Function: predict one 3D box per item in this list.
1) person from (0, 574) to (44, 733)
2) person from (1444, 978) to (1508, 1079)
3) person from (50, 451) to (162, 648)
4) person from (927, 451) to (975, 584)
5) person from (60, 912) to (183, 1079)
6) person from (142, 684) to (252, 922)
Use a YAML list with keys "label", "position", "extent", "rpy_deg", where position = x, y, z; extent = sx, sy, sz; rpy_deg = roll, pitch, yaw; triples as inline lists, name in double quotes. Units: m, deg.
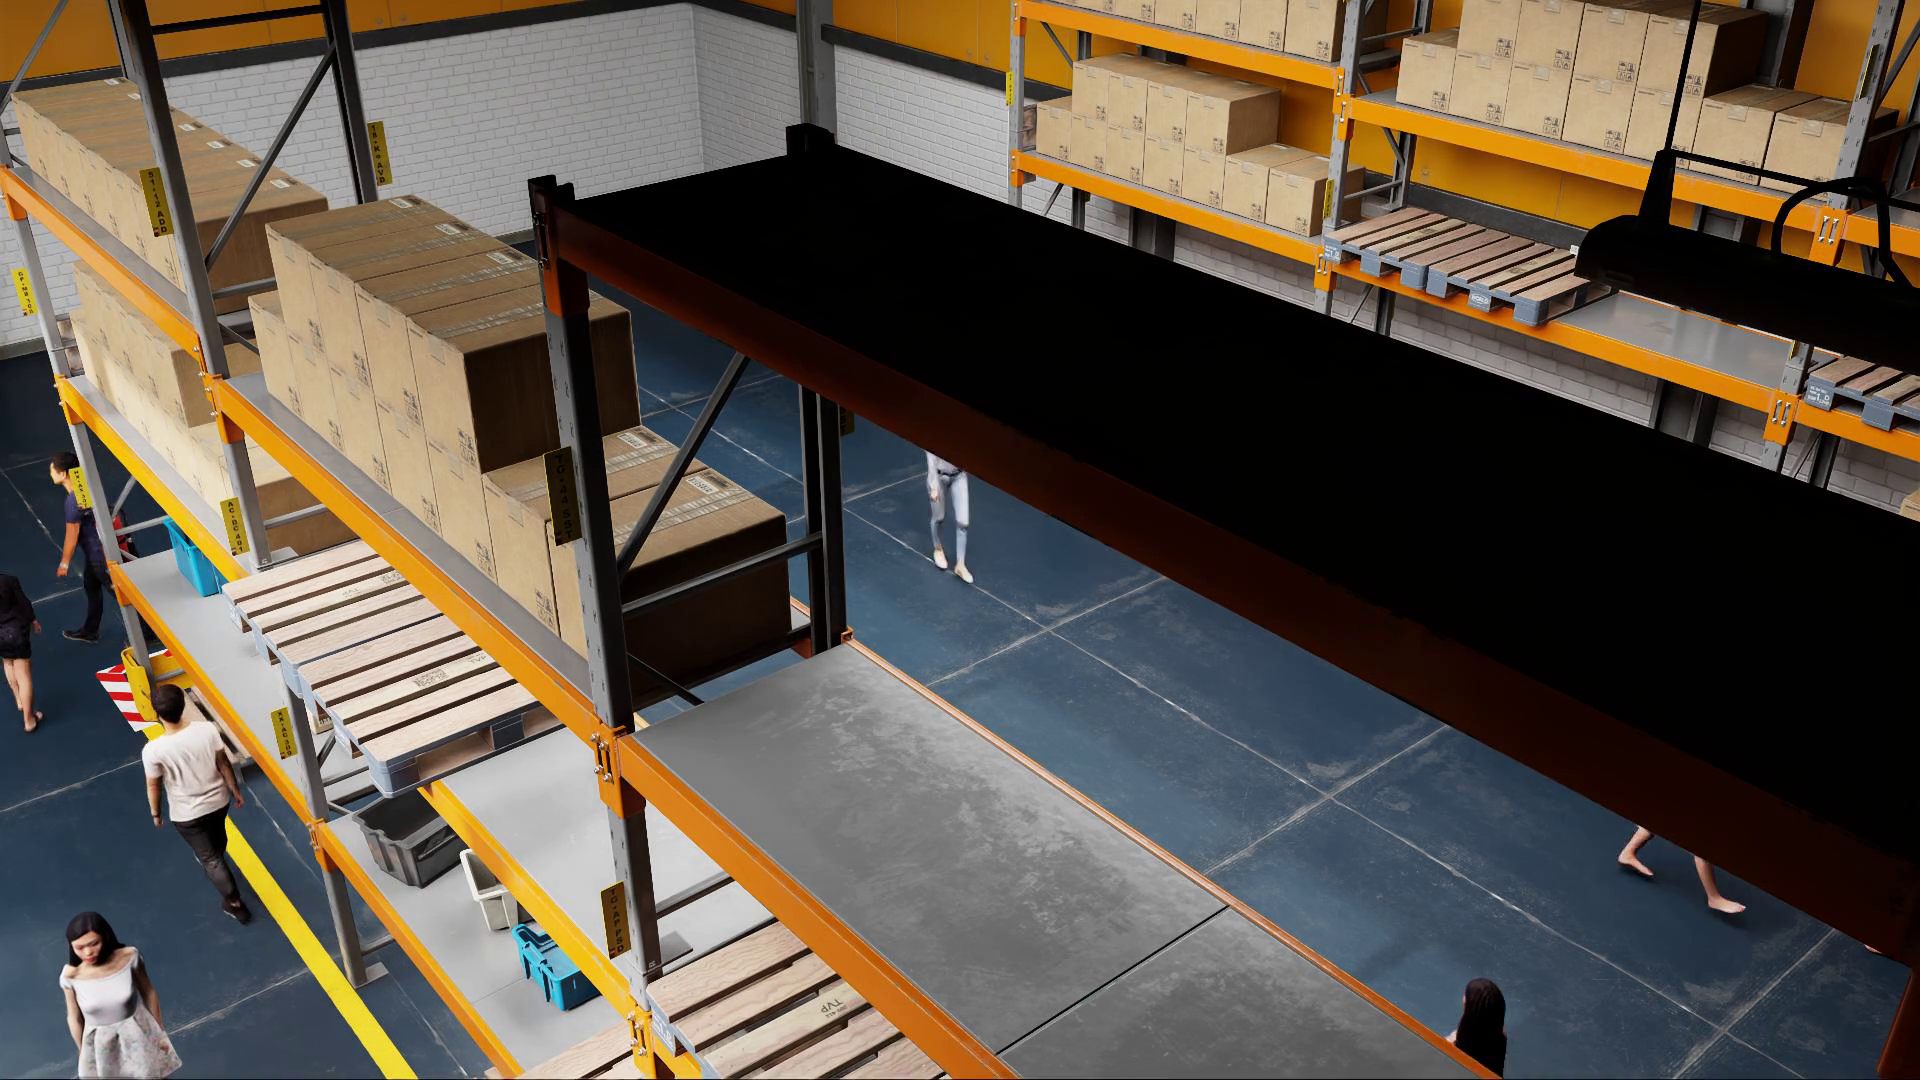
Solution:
- label: "person"
  position: [-7.144, 0.750, 12.451]
  extent: [0.728, 1.539, 0.861]
  rpy_deg: [-7, 29, -13]
- label: "person"
  position: [2.481, 2.946, 8.164]
  extent: [0.733, 1.788, 1.086]
  rpy_deg: [-15, 32, -26]
- label: "person"
  position: [-6.825, 0.111, 13.397]
  extent: [0.982, 1.754, 1.041]
  rpy_deg: [-8, 30, -14]
- label: "person"
  position: [-0.149, -0.546, 14.583]
  extent: [0.776, 1.772, 0.961]
  rpy_deg: [-9, 30, -17]
- label: "person"
  position: [-4.378, 2.656, 8.711]
  extent: [0.702, 1.774, 0.699]
  rpy_deg: [-14, 32, -24]
- label: "person"
  position: [-4.796, 1.699, 10.549]
  extent: [1.052, 1.693, 0.757]
  rpy_deg: [23, 36, 36]
